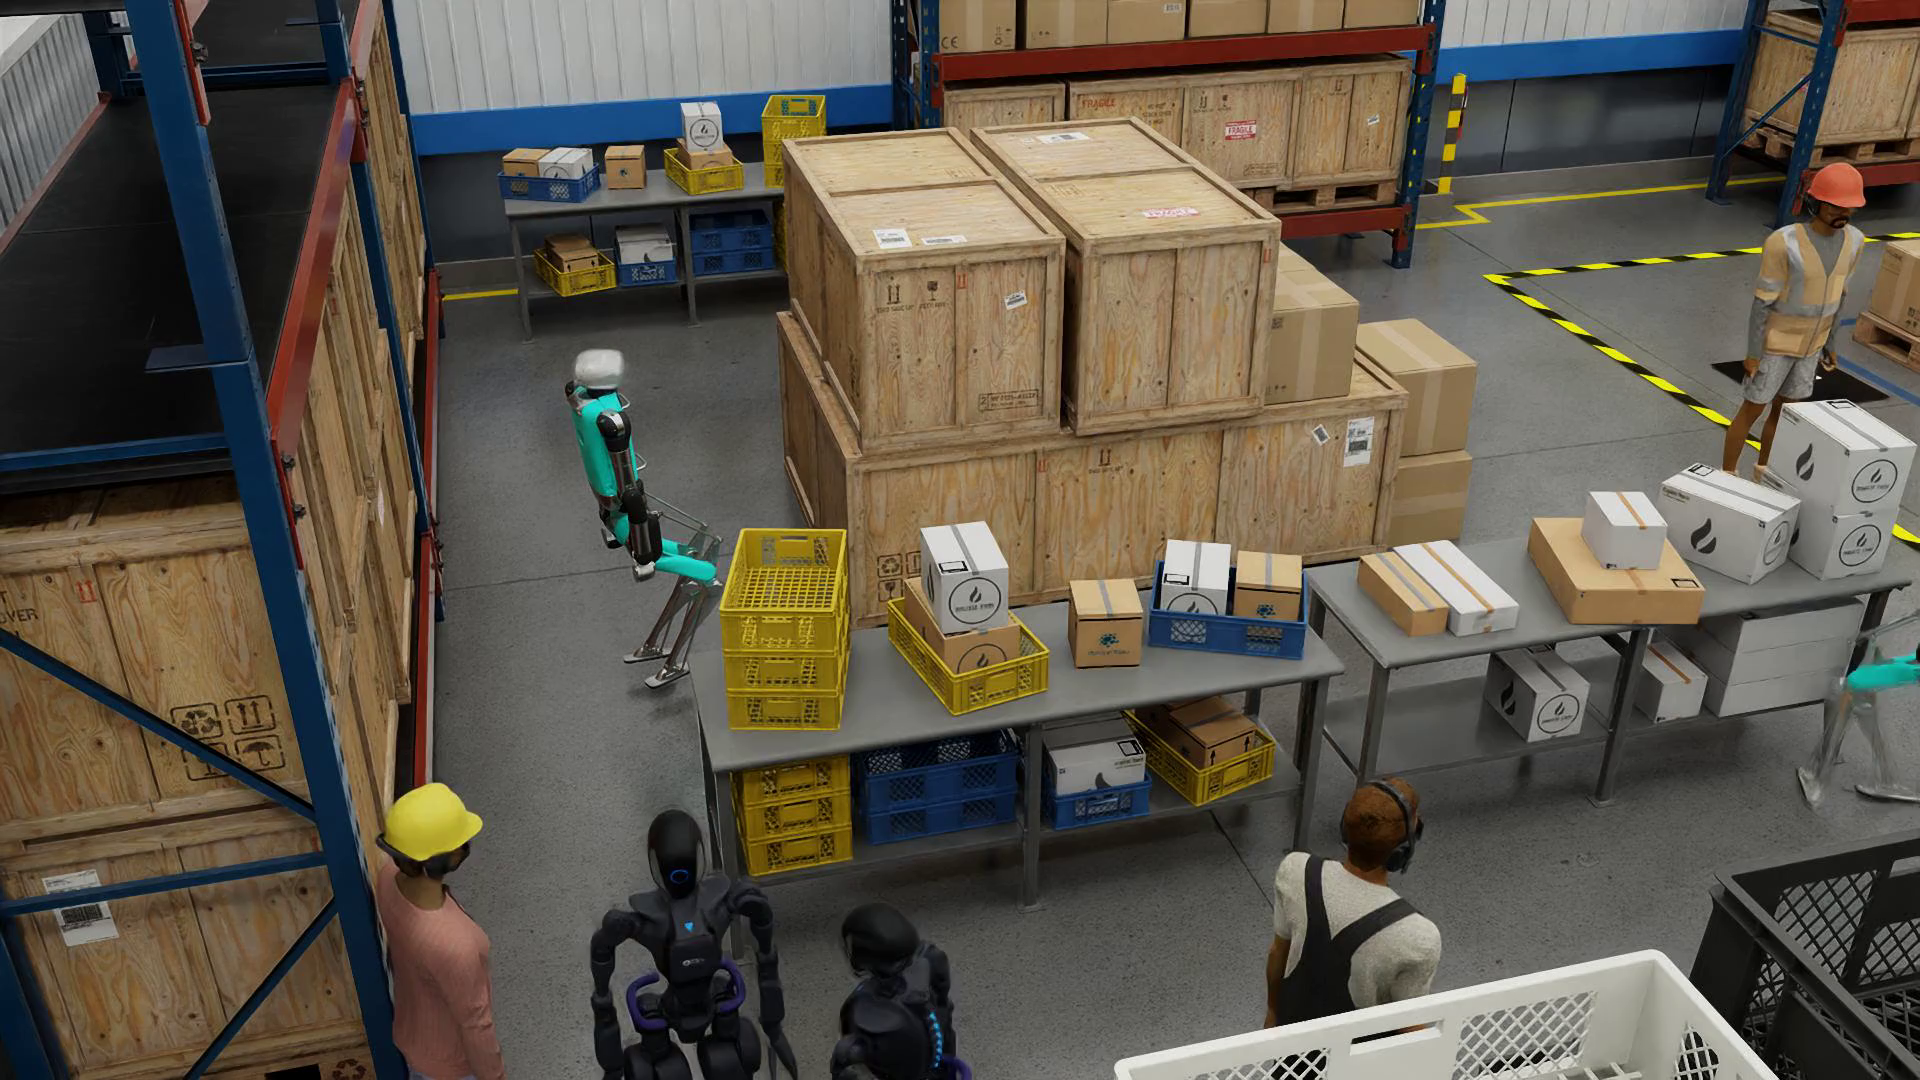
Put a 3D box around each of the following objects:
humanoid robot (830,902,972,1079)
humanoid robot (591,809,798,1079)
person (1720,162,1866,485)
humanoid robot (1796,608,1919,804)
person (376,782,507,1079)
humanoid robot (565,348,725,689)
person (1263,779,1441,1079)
[{"bbox_3d":[-0.136,1.663,4.646,0.354,1.646,0.591,16,33,26],"label":"humanoid robot"},{"bbox_3d":[-0.794,1.495,4.932,0.610,1.648,0.325,-11,31,-19],"label":"humanoid robot"},{"bbox_3d":[4.654,-1.098,9.272,0.604,2.045,0.382,-7,30,-13],"label":"person"},{"bbox_3d":[3.988,0.358,6.947,0.615,1.777,0.848,-20,35,-32],"label":"humanoid robot"},{"bbox_3d":[-1.480,1.463,4.919,0.349,1.759,0.522,-23,36,-35],"label":"person"},{"bbox_3d":[-1.375,-0.121,7.674,0.735,1.677,0.533,-16,33,-27],"label":"humanoid robot"},{"bbox_3d":[1.100,1.468,4.835,0.505,1.836,0.332,23,36,35],"label":"person"}]
